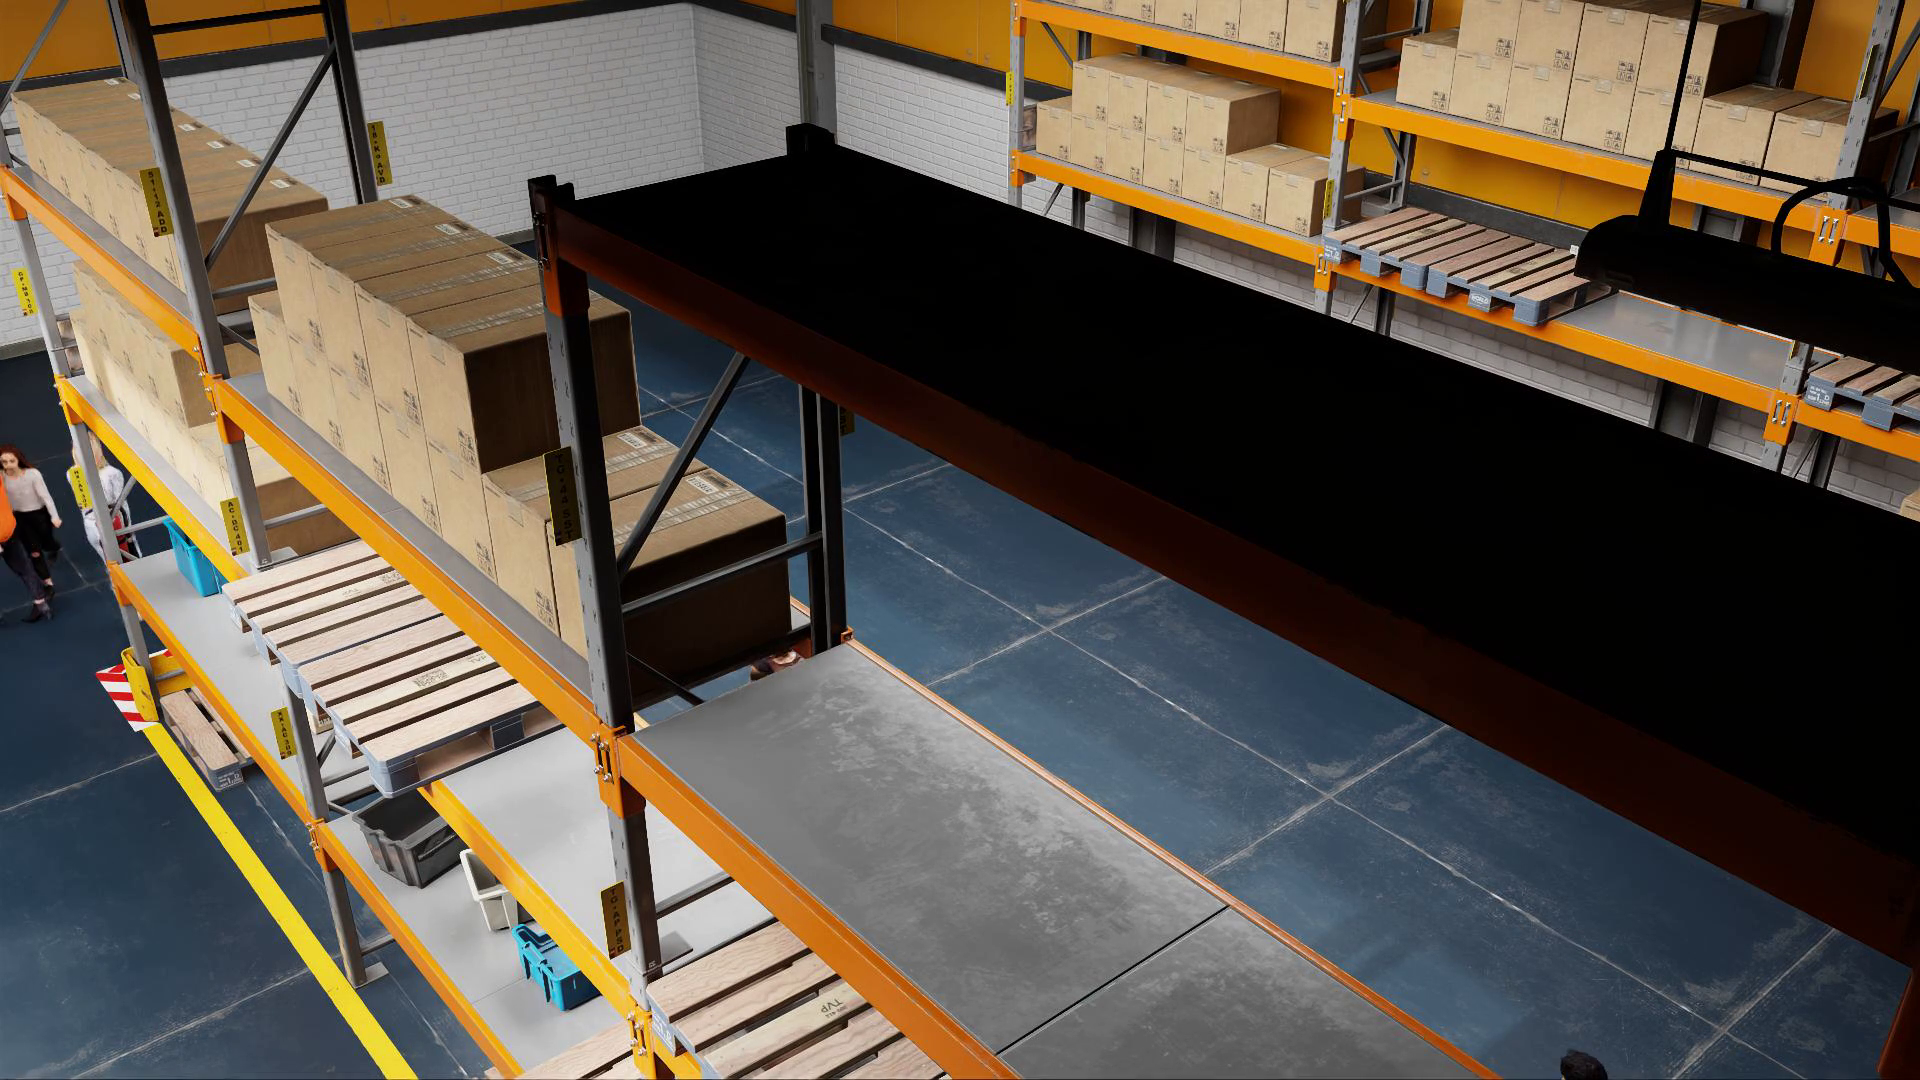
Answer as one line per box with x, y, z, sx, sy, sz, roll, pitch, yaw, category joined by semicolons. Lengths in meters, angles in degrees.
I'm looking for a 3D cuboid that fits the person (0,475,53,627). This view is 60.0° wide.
-7.841;-0.050;13.714;0.919;1.732;0.898;-5;29;-8;person

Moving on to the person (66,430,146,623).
-7.000;-0.022;13.616;0.761;1.778;0.827;-1;29;-2;person

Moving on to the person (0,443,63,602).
-7.996;-0.224;14.330;0.784;1.449;1.007;-8;30;-14;person
